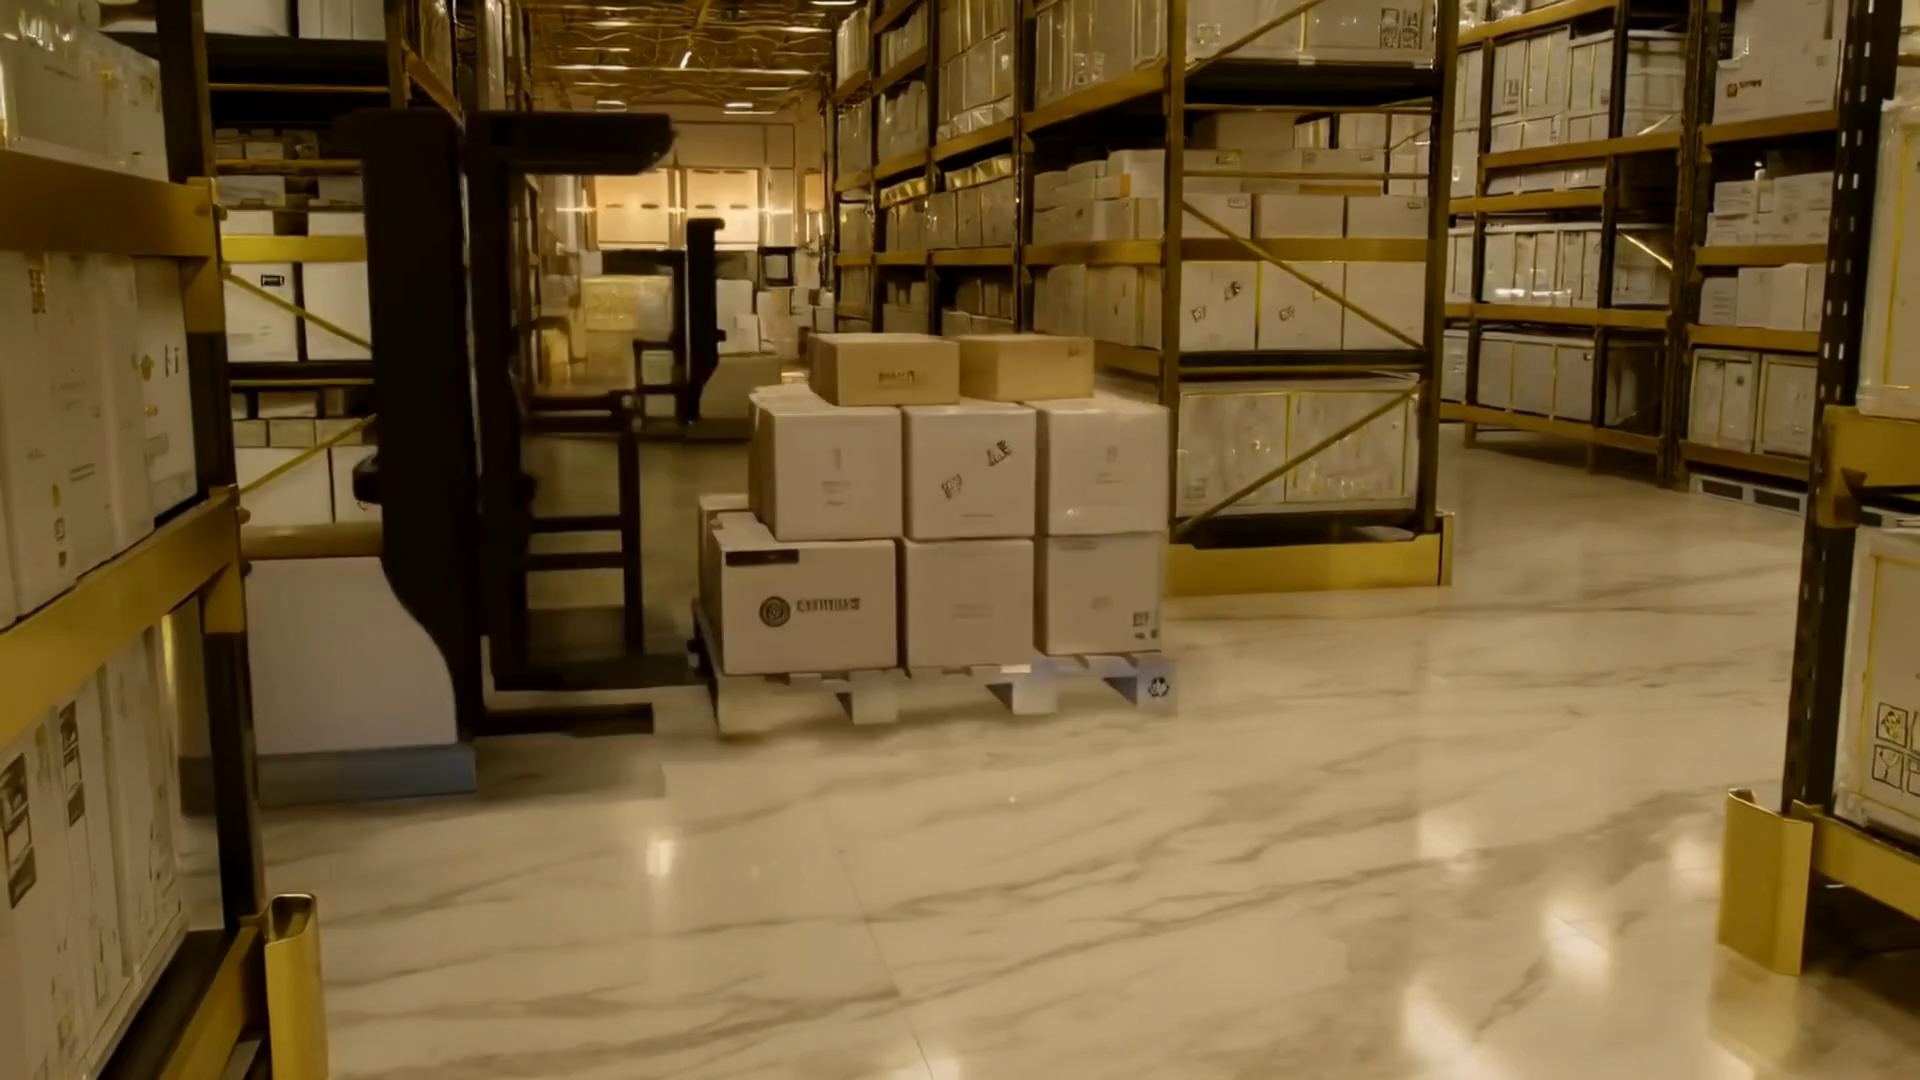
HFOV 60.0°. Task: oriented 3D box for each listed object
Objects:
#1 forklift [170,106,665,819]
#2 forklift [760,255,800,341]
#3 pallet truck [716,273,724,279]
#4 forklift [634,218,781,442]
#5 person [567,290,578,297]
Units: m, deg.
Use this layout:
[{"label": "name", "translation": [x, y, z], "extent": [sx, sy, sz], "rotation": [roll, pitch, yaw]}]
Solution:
[{"label": "forklift", "translation": [-2.247, -0.348, 6.947], "extent": [1.873, 2.768, 1.129], "rotation": [-2, 10, -13]}, {"label": "forklift", "translation": [-5.569, -7.385, 49.836], "extent": [1.129, 2.768, 1.873], "rotation": [-3, 10, -18]}, {"label": "pallet truck", "translation": [-8.580, -8.986, 62.280], "extent": [1.885, 1.965, 0.823], "rotation": [1, 9, 5]}, {"label": "forklift", "translation": [-3.266, -2.699, 21.277], "extent": [1.873, 2.768, 1.129], "rotation": [-2, 10, -12]}, {"label": "person", "translation": [-11.467, -6.853, 49.563], "extent": [0.855, 1.909, 0.641], "rotation": [-1, 9, -6]}]
